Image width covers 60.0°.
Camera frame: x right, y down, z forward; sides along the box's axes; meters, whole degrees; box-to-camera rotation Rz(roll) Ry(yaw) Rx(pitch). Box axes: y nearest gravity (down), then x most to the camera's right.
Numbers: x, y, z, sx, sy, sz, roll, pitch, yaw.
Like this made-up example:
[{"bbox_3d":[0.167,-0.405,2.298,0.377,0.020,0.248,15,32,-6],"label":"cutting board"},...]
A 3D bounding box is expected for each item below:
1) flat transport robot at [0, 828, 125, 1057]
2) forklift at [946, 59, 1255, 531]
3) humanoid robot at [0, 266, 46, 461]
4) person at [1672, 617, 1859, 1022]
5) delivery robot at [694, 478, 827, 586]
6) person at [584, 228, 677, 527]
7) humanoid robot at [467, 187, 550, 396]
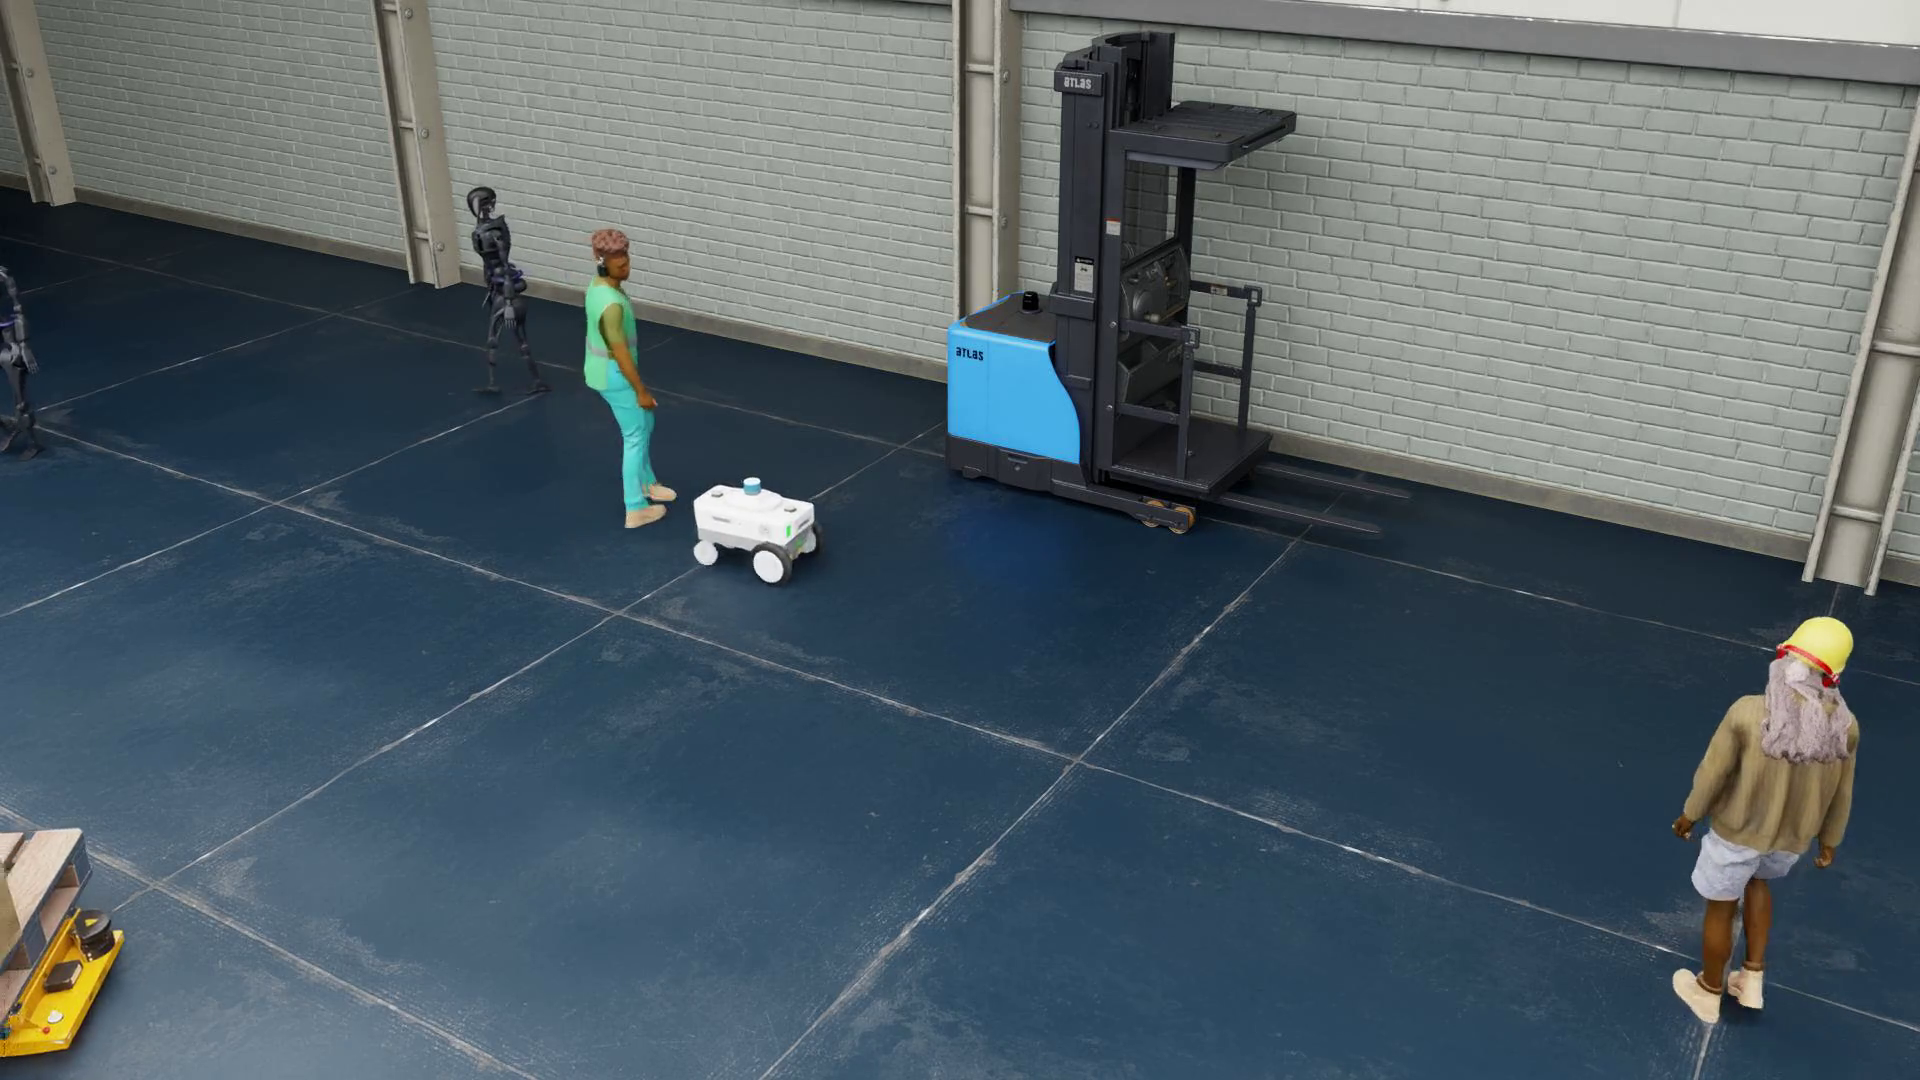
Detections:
[{"bbox_3d":[-4.138,1.771,6.513,1.431,0.231,0.659,-3,25,-6],"label":"flat transport robot"},{"bbox_3d":[0.933,-1.707,10.833,1.873,2.768,1.129,15,29,28],"label":"forklift"},{"bbox_3d":[-6.628,-1.339,11.444,0.588,1.653,0.347,2,25,4],"label":"humanoid robot"},{"bbox_3d":[3.019,1.080,6.260,0.536,1.743,0.444,0,25,0],"label":"person"},{"bbox_3d":[-1.231,-0.077,10.099,0.807,0.606,0.499,11,28,22],"label":"delivery robot"},{"bbox_3d":[-2.110,-1.049,10.514,0.529,1.950,0.661,-7,26,-15],"label":"person"},{"bbox_3d":[-3.464,-1.847,12.534,0.586,1.639,0.600,-14,29,-28],"label":"humanoid robot"}]
